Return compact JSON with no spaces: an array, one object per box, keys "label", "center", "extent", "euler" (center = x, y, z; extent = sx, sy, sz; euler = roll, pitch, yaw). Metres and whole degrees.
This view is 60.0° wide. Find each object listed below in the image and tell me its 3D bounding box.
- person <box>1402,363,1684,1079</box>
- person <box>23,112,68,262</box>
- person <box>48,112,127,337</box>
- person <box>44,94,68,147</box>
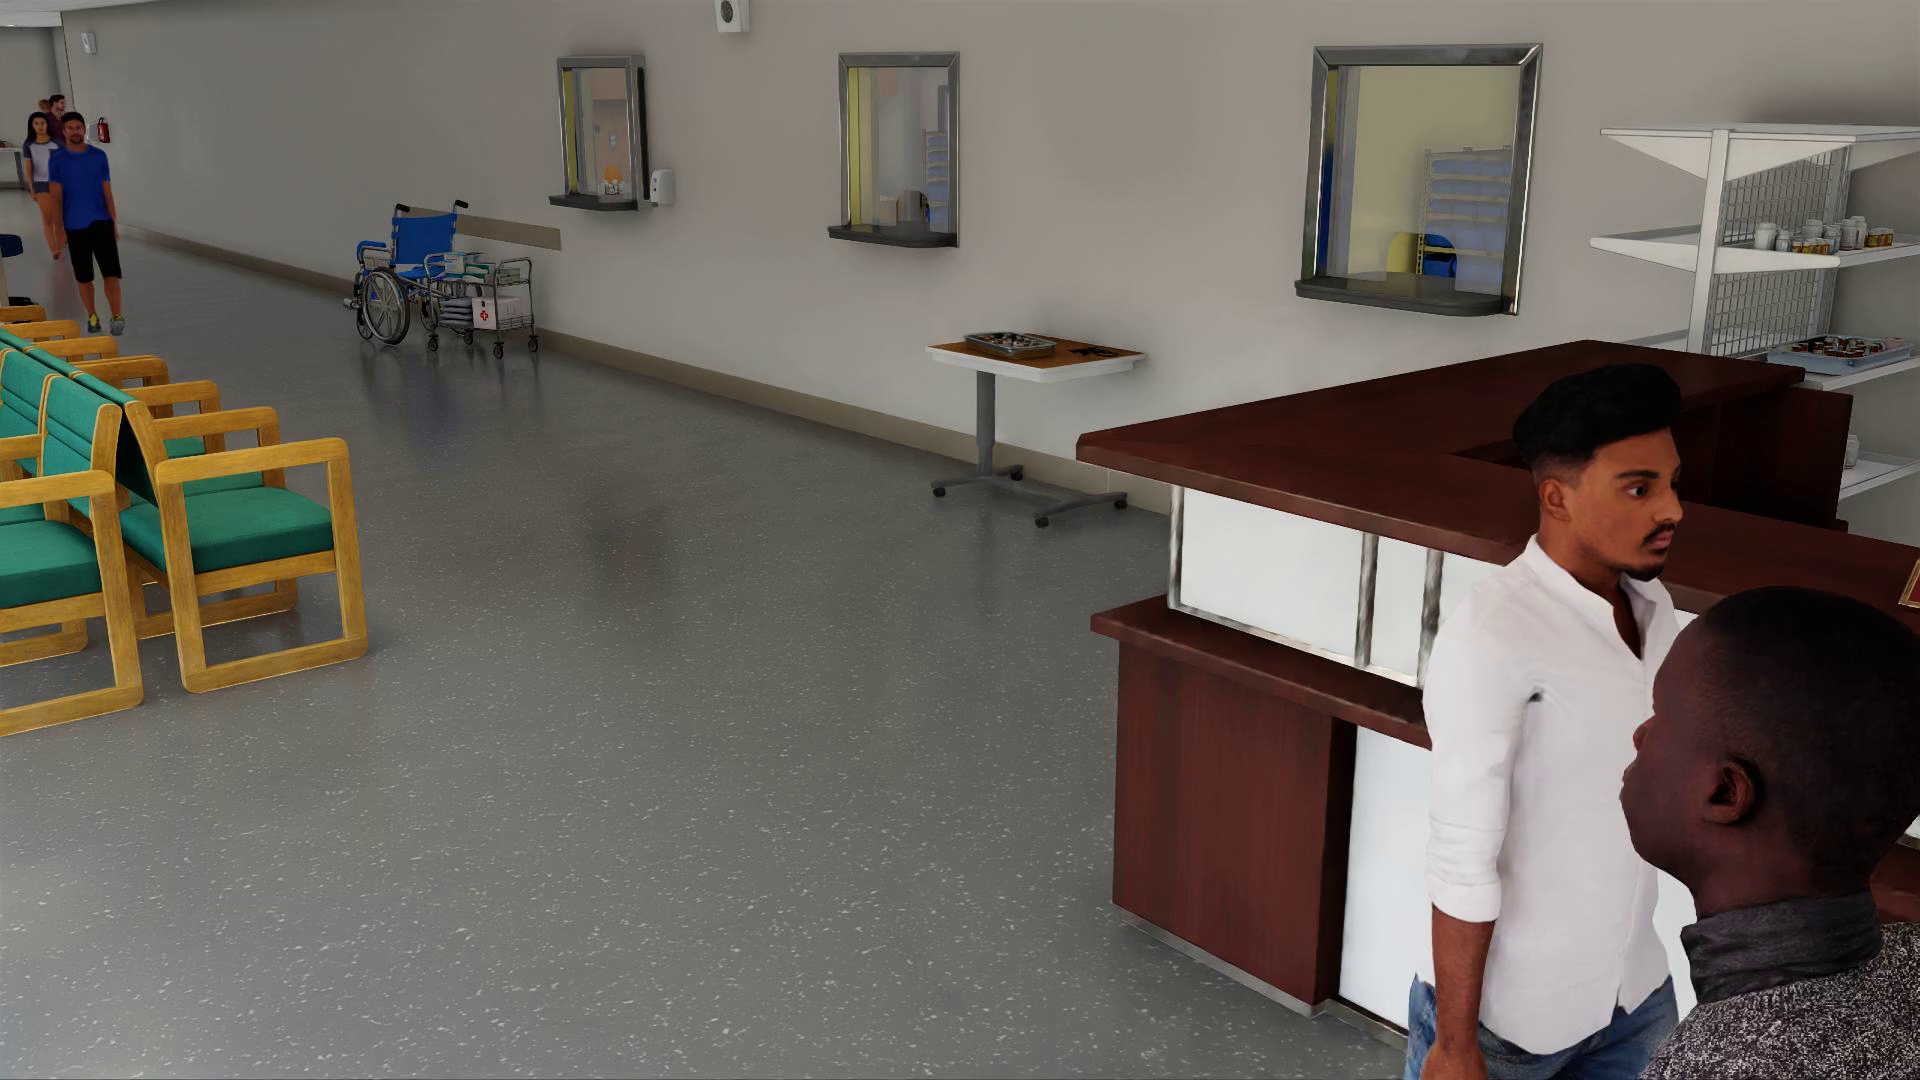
[{"label":"person","center":[0.816,0.618,2.551],"extent":[1.113,1.781,0.809],"euler":[-10,19,-31]},{"label":"person","center":[-10.654,-4.104,19.477],"extent":[1.035,1.684,0.685],"euler":[-12,20,-37]},{"label":"person","center":[-7.308,-2.605,13.913],"extent":[1.172,1.820,0.842],"euler":[-9,18,-29]},{"label":"person","center":[-14.352,-6.078,26.252],"extent":[1.050,1.809,0.999],"euler":[5,16,17]}]
